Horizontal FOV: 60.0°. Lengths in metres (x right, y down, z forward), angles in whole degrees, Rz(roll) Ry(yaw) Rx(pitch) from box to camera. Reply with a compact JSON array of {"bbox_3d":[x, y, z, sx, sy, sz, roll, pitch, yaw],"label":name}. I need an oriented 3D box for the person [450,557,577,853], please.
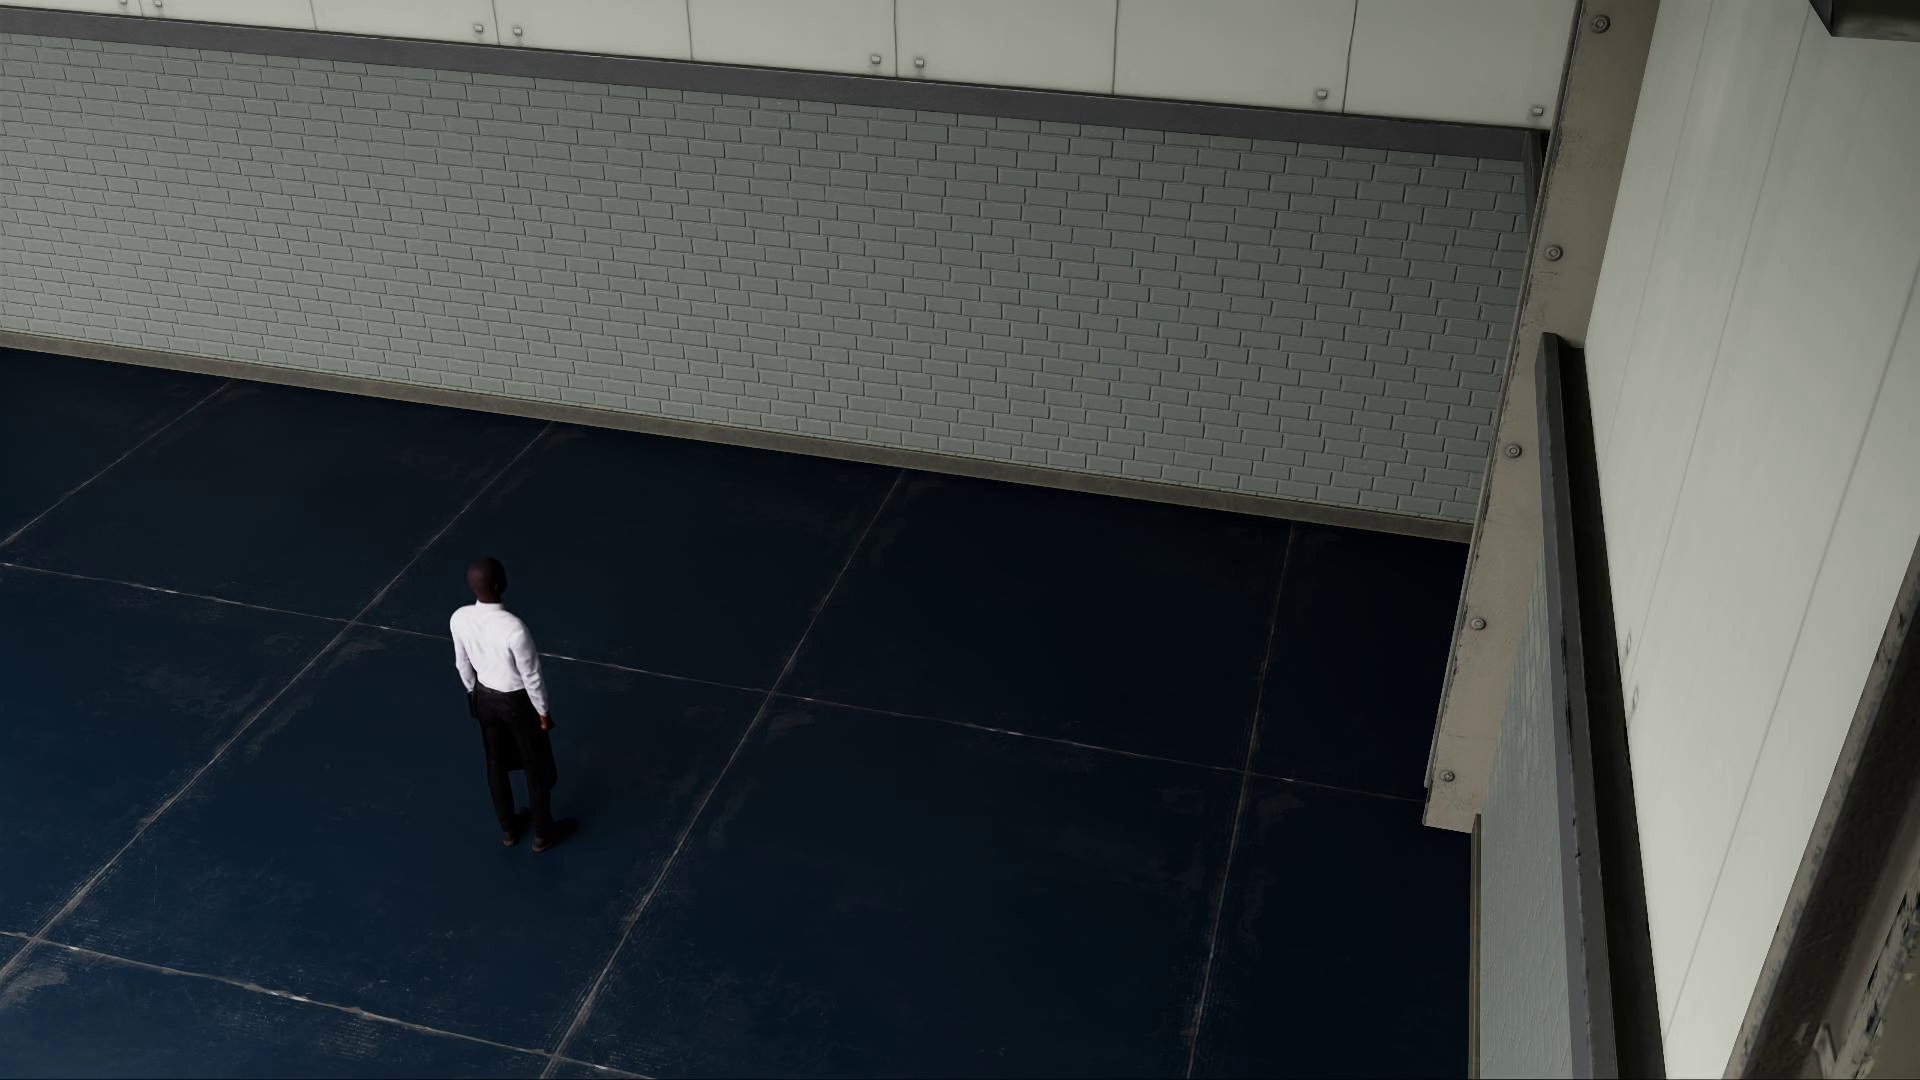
[{"bbox_3d":[-2.428,0.894,8.927,0.646,1.836,0.542,10,34,16],"label":"person"}]
